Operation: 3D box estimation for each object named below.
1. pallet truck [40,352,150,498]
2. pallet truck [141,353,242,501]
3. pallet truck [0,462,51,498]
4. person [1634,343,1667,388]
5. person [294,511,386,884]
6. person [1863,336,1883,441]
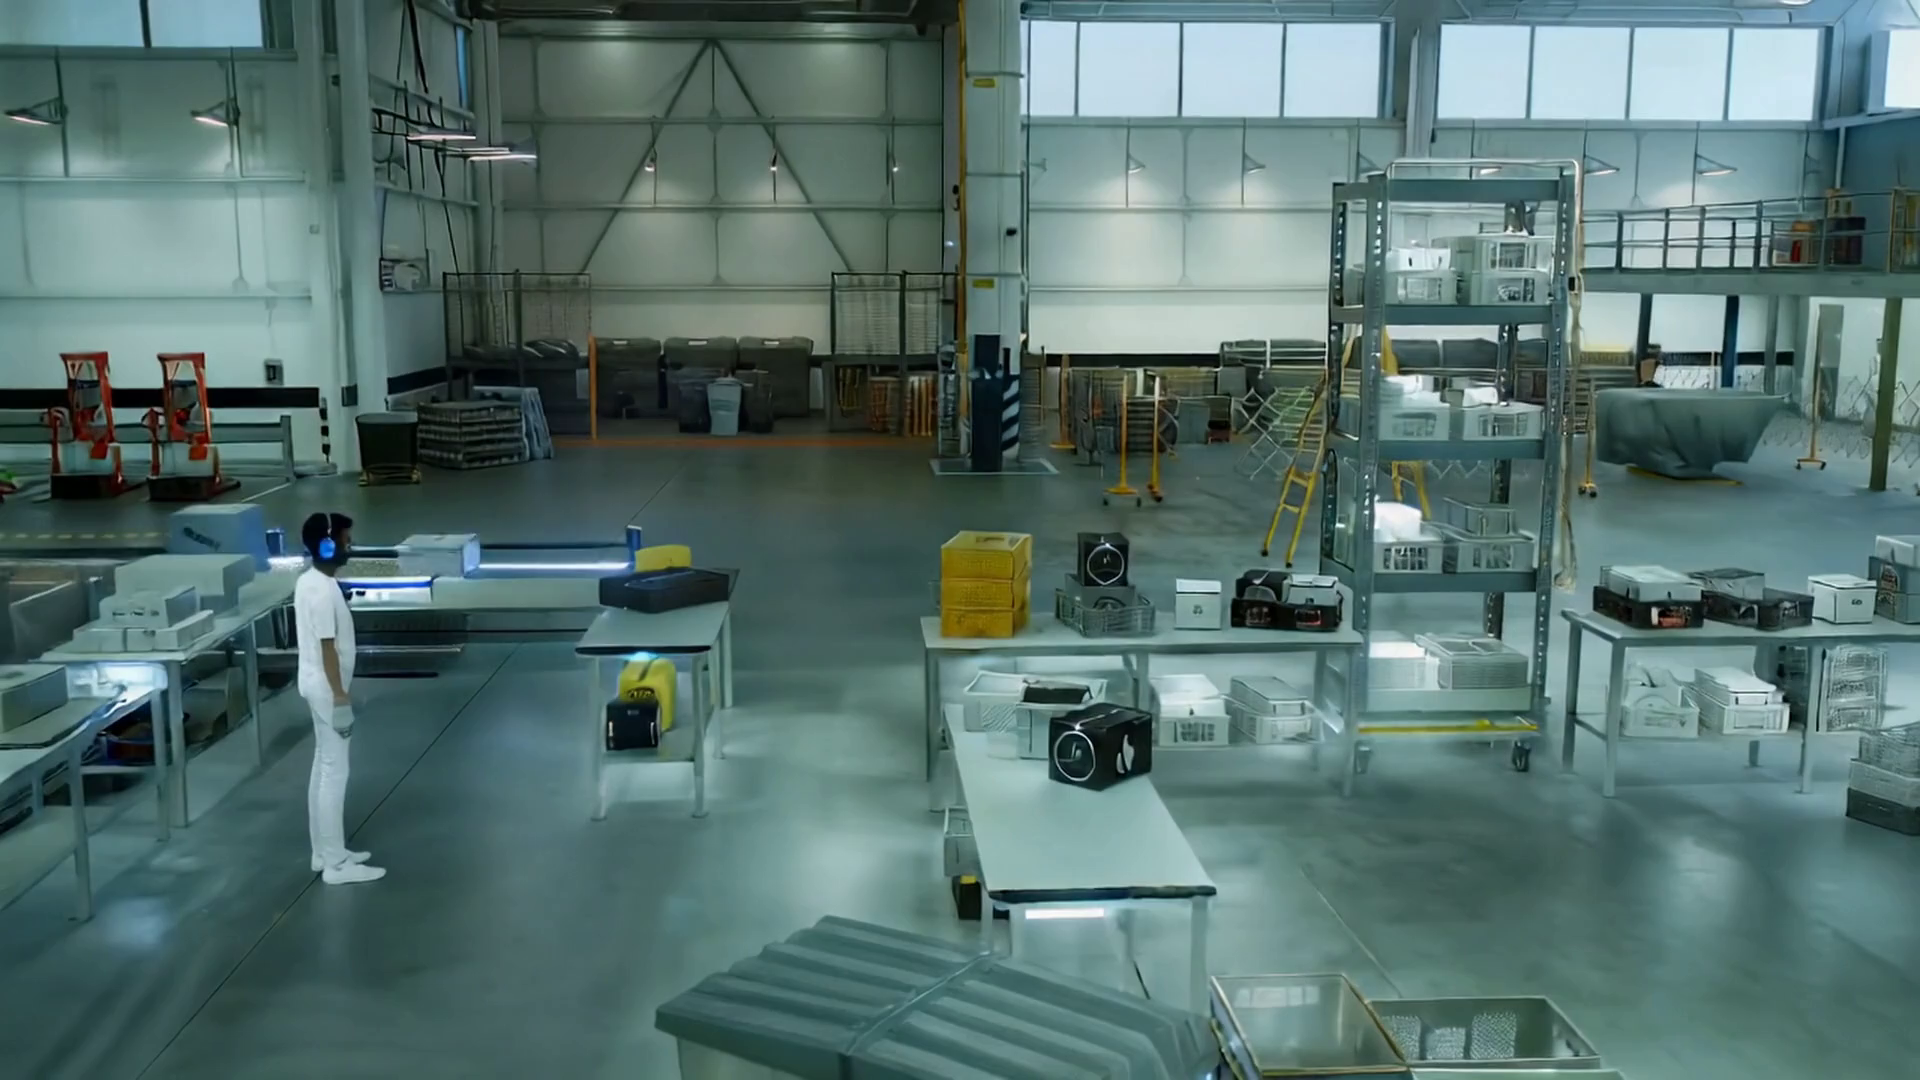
[{"bbox_3d":[-11.907,-1.642,23.165,0.823,1.965,1.885,0,9,0],"label":"pallet truck"},{"bbox_3d":[-10.520,-1.604,22.925,0.823,1.965,1.885,-1,9,-6],"label":"pallet truck"},{"bbox_3d":[-13.193,-1.293,23.148,0.653,1.274,1.630,-1,9,-4],"label":"pallet truck"},{"bbox_3d":[11.775,-2.414,28.357,0.356,1.887,0.572,-7,12,-39],"label":"person"},{"bbox_3d":[-3.141,0.784,8.345,0.329,1.866,0.514,-6,11,-31],"label":"person"},{"bbox_3d":[16.857,-2.782,30.537,0.587,1.928,0.382,-8,12,-42],"label":"person"}]
